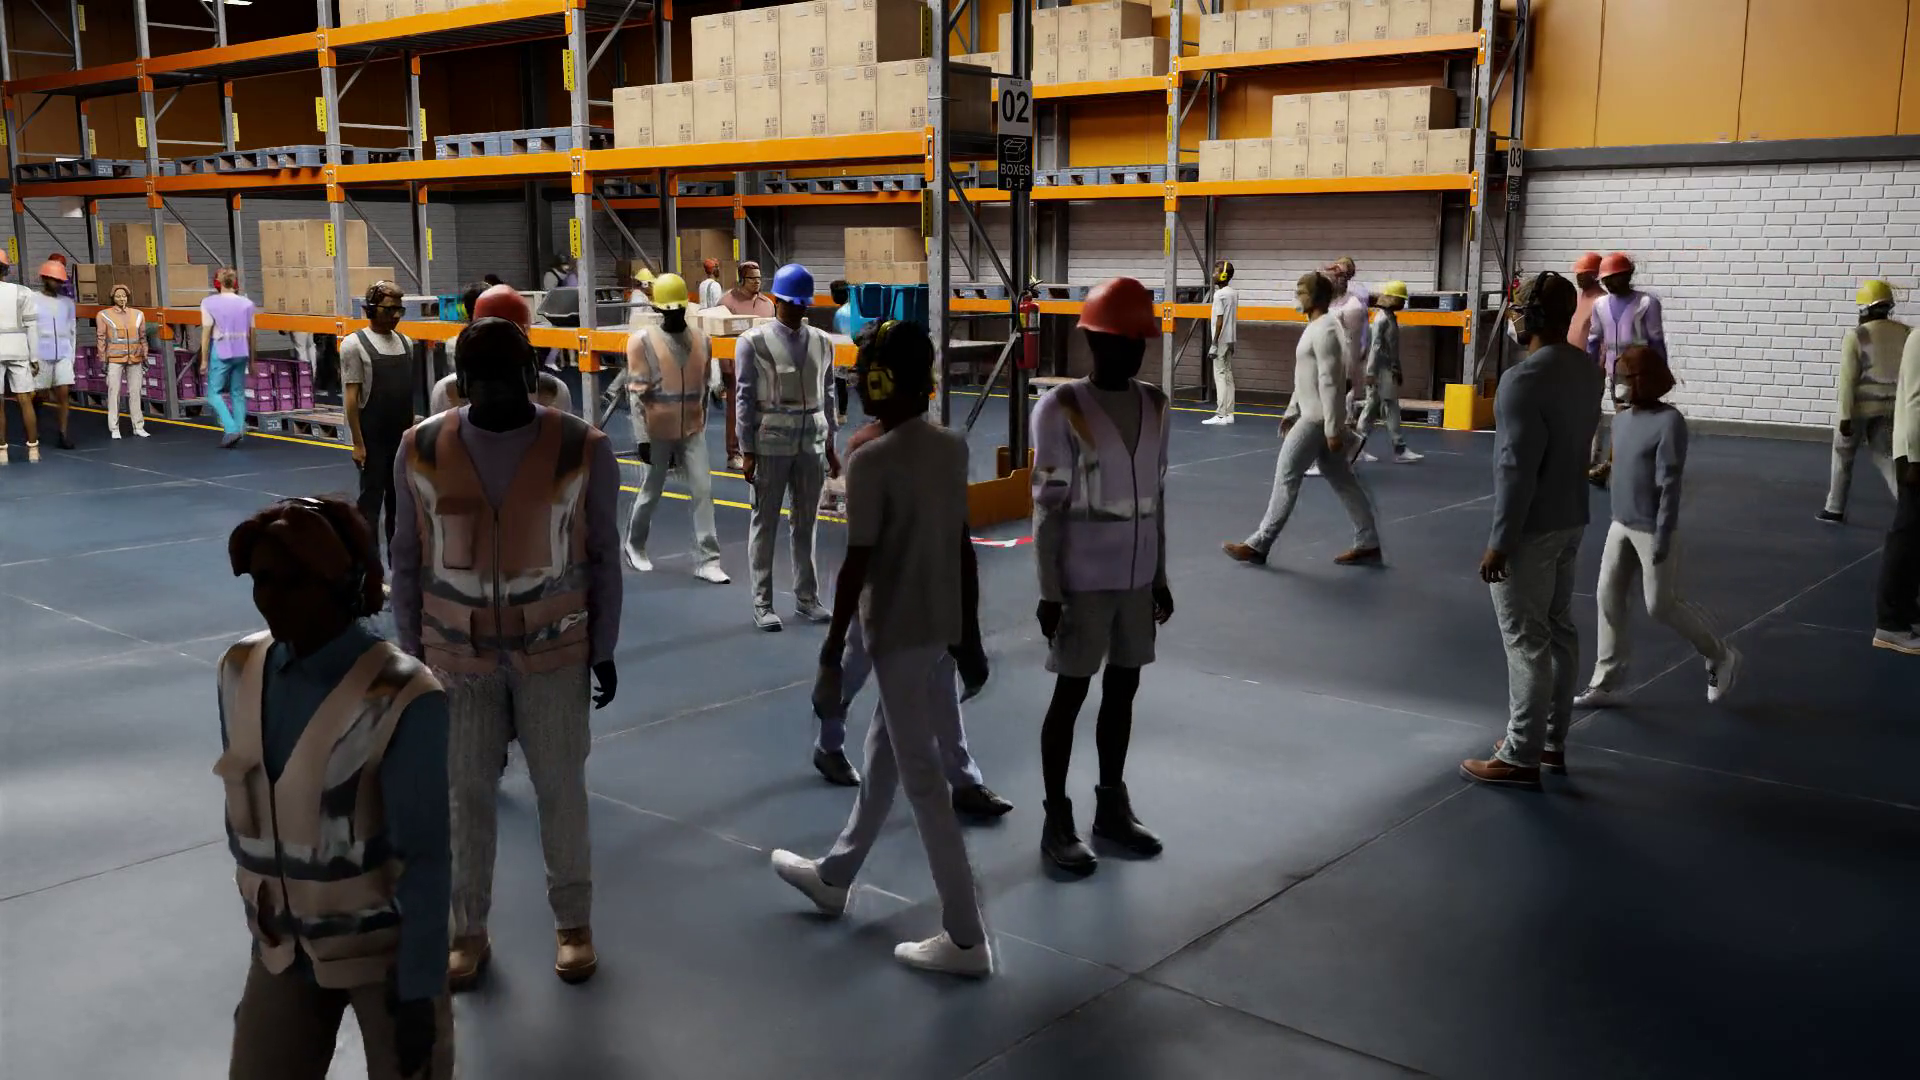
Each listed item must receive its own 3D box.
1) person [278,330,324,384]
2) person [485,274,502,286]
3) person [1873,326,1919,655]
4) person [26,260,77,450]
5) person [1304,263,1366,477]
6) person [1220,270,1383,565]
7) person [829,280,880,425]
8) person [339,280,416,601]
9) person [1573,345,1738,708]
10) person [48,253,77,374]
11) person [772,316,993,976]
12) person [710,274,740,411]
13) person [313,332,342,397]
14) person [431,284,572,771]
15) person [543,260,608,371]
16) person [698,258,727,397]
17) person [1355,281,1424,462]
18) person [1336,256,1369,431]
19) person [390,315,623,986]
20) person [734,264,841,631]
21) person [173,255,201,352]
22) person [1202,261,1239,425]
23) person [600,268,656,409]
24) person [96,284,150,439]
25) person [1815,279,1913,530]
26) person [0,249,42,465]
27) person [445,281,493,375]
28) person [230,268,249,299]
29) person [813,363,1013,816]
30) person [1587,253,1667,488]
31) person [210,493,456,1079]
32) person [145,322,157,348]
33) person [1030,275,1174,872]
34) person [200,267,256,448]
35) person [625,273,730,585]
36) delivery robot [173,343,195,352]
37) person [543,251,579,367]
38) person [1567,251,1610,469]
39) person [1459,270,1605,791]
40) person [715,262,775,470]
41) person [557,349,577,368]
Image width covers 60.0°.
[{"bbox_3d":[-9.706,-3.162,24.429,0.698,1.821,0.630,10,14,43],"label":"person"},{"bbox_3d":[-6.293,-2.815,22.822,0.665,1.677,0.539,-2,10,-12],"label":"person"},{"bbox_3d":[4.897,-0.430,8.361,0.397,1.992,0.622,9,13,42],"label":"person"},{"bbox_3d":[-9.237,-1.876,16.848,0.745,1.909,0.570,9,13,41],"label":"person"},{"bbox_3d":[3.351,-1.505,14.767,0.589,1.890,0.663,-3,10,-17],"label":"person"},{"bbox_3d":[2.238,-0.756,10.556,1.036,1.888,0.638,3,10,14],"label":"person"},{"bbox_3d":[-1.197,-2.131,18.968,0.657,1.666,0.570,3,10,18],"label":"person"},{"bbox_3d":[-3.329,-0.582,9.663,0.344,1.841,0.504,5,11,27],"label":"person"},{"bbox_3d":[3.054,-0.046,7.273,0.703,1.610,0.534,-2,10,-13],"label":"person"},{"bbox_3d":[-14.259,-3.571,26.410,0.551,1.934,0.362,9,13,41],"label":"person"},{"bbox_3d":[-0.247,0.292,4.732,0.879,1.829,0.558,6,12,30],"label":"person"},{"bbox_3d":[-2.686,-2.373,19.992,0.570,1.792,0.651,5,11,26],"label":"person"},{"bbox_3d":[-8.602,-2.871,22.652,0.955,1.851,0.651,2,10,11],"label":"person"},{"bbox_3d":[-1.775,-0.049,6.524,0.553,1.894,0.953,-4,11,-19],"label":"person"},{"bbox_3d":[-6.387,-3.677,27.340,1.012,1.838,0.718,-5,11,-26],"label":"person"},{"bbox_3d":[-3.345,-2.875,22.597,0.349,1.884,0.584,-6,12,-32],"label":"person"},{"bbox_3d":[4.092,-1.577,15.696,0.823,1.697,0.500,5,11,25],"label":"person"},{"bbox_3d":[4.206,-2.156,18.373,0.630,1.931,0.356,7,12,34],"label":"person"},{"bbox_3d":[-1.242,0.310,4.588,0.626,1.844,0.429,-1,10,-8],"label":"person"},{"bbox_3d":[-0.909,-0.494,8.886,0.603,1.938,0.401,-7,12,-35],"label":"person"},{"bbox_3d":[-12.110,-3.521,25.956,0.611,1.996,0.375,3,10,18],"label":"person"},{"bbox_3d":[3.003,-2.260,19.120,0.316,1.875,0.531,6,12,32],"label":"person"},{"bbox_3d":[-4.111,-2.524,20.923,0.886,1.792,0.605,-2,10,-10],"label":"person"},{"bbox_3d":[-8.902,-1.895,17.716,0.310,1.638,0.523,8,13,40],"label":"person"},{"bbox_3d":[6.560,-0.960,11.925,0.597,1.808,0.820,-2,10,-9],"label":"person"},{"bbox_3d":[-8.959,-1.720,15.565,0.609,2.044,0.393,-8,13,-37],"label":"person"},{"bbox_3d":[-2.769,-0.565,9.592,0.513,1.844,0.649,5,11,24],"label":"person"},{"bbox_3d":[-9.589,-2.729,22.113,0.329,1.763,0.523,-1,10,-4],"label":"person"},{"bbox_3d":[-0.228,0.115,6.035,0.918,1.720,0.540,9,14,42],"label":"person"},{"bbox_3d":[5.586,-1.420,14.050,1.013,1.970,0.670,-7,12,-33],"label":"person"},{"bbox_3d":[-1.094,0.734,2.793,0.543,1.607,0.692,4,11,23],"label":"person"},{"bbox_3d":[-12.296,-3.182,25.148,0.609,1.595,0.522,5,11,28],"label":"person"},{"bbox_3d":[0.492,0.113,5.438,0.551,1.932,0.378,-7,12,-34],"label":"person"},{"bbox_3d":[-7.376,-1.823,16.748,0.487,1.834,0.620,7,12,33],"label":"person"},{"bbox_3d":[-1.784,-0.693,10.194,0.587,1.876,0.922,-7,12,-33],"label":"person"},{"bbox_3d":[-12.048,-2.782,25.584,0.477,0.478,0.707,5,11,25],"label":"delivery robot"},{"bbox_3d":[-6.693,-3.914,28.064,1.064,2.000,0.685,7,12,35],"label":"person"},{"bbox_3d":[5.594,-1.578,14.899,0.399,1.991,0.621,-3,10,-15],"label":"person"},{"bbox_3d":[2.154,-0.030,6.246,0.372,1.940,0.632,9,13,42],"label":"person"},{"bbox_3d":[-1.925,-1.593,15.272,0.635,1.900,0.401,-8,13,-39],"label":"person"},{"bbox_3d":[-6.783,-3.725,28.214,0.534,1.608,0.444,0,10,2],"label":"person"}]
